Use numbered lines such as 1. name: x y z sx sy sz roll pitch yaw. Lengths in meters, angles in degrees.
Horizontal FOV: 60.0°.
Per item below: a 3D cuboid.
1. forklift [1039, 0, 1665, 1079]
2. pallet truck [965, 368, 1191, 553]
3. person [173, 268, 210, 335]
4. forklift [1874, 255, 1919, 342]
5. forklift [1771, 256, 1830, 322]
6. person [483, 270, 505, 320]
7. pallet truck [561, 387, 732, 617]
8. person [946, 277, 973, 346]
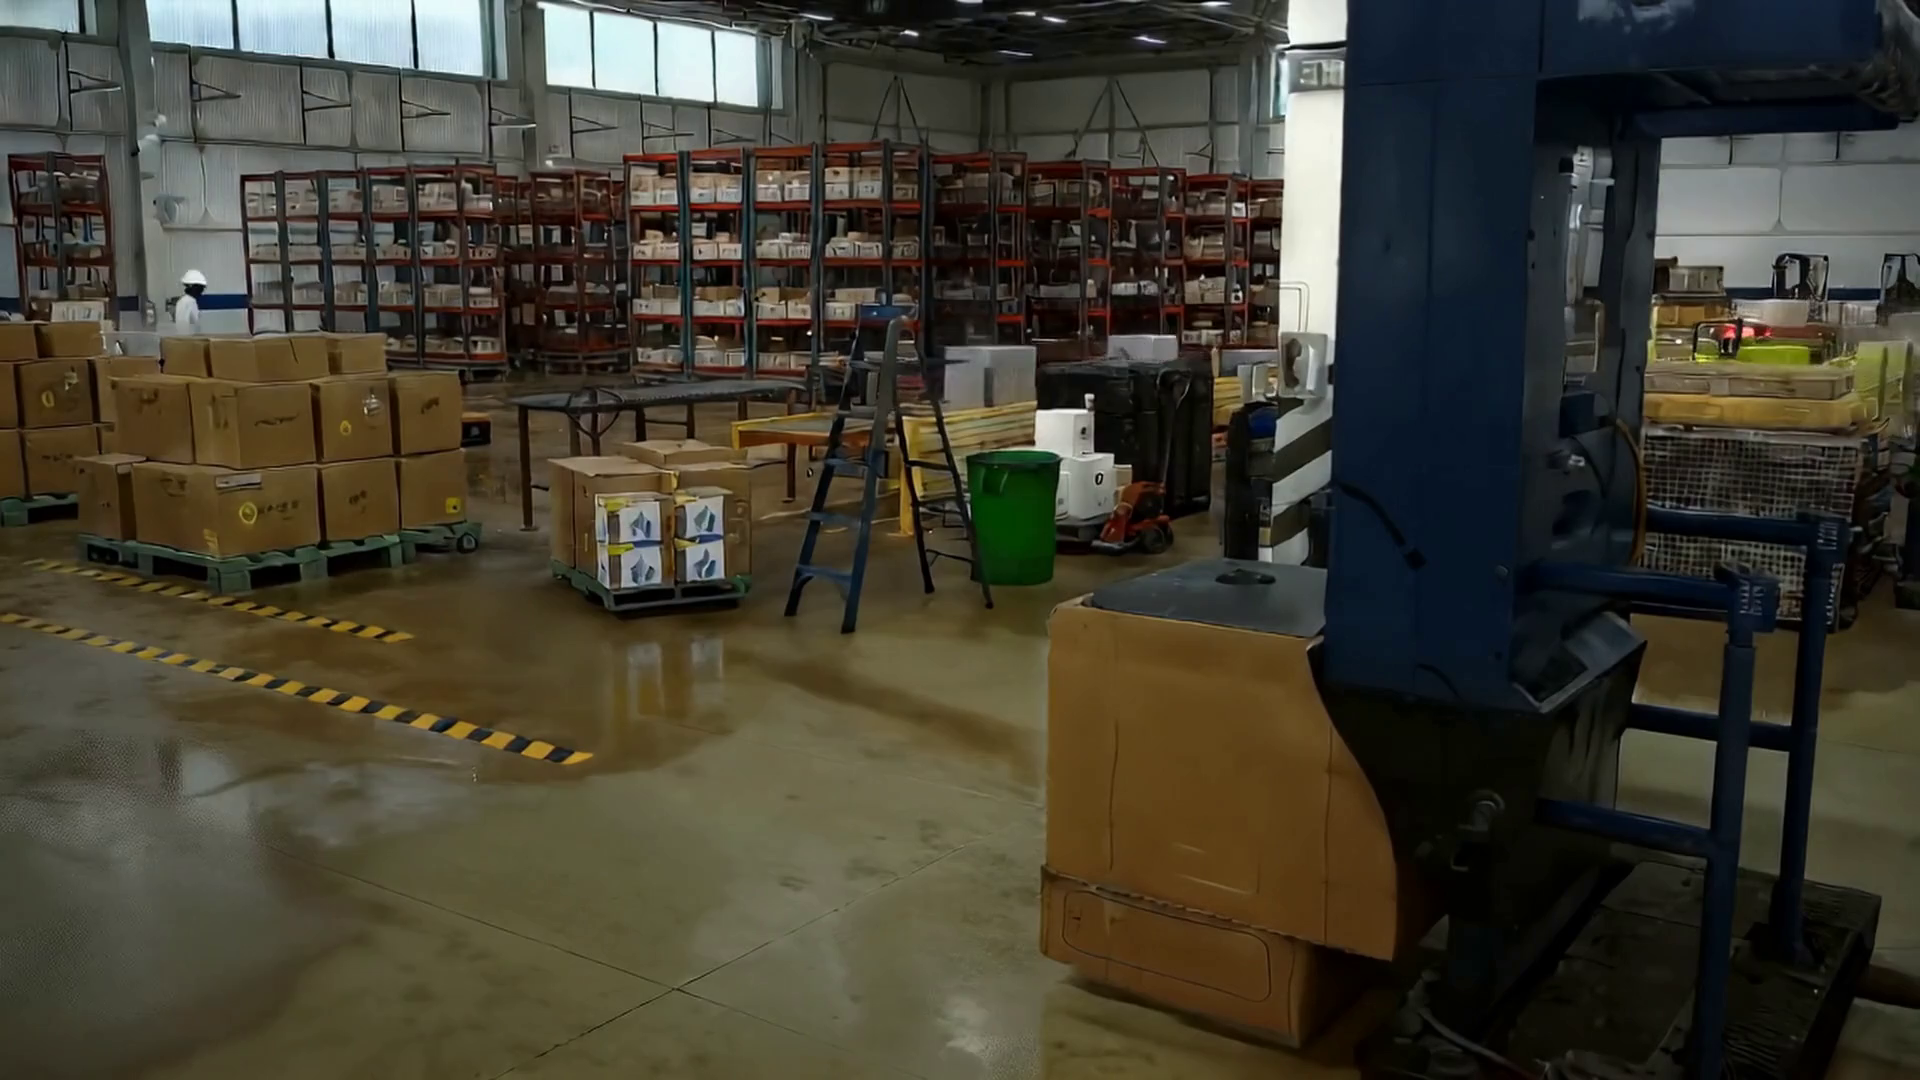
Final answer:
1. forklift: 1.249 -0.137 4.360 1.873 2.768 1.129 7 12 35
2. pallet truck: 0.845 -0.609 11.869 1.630 1.274 0.653 7 12 35
3. person: -8.503 -2.084 18.764 0.706 1.927 0.644 -4 10 -20
4. forklift: 22.089 -5.634 38.796 1.157 1.987 2.680 6 11 33
5. forklift: 20.253 -5.854 40.139 1.157 1.987 2.680 7 12 35
6. person: -10.252 -5.019 36.538 0.599 1.832 0.436 4 10 24
7. pallet truck: -1.981 -0.274 10.088 0.680 1.201 1.601 -5 11 -28
8. person: 0.023 -3.641 28.473 0.613 1.784 0.596 -6 11 -31
